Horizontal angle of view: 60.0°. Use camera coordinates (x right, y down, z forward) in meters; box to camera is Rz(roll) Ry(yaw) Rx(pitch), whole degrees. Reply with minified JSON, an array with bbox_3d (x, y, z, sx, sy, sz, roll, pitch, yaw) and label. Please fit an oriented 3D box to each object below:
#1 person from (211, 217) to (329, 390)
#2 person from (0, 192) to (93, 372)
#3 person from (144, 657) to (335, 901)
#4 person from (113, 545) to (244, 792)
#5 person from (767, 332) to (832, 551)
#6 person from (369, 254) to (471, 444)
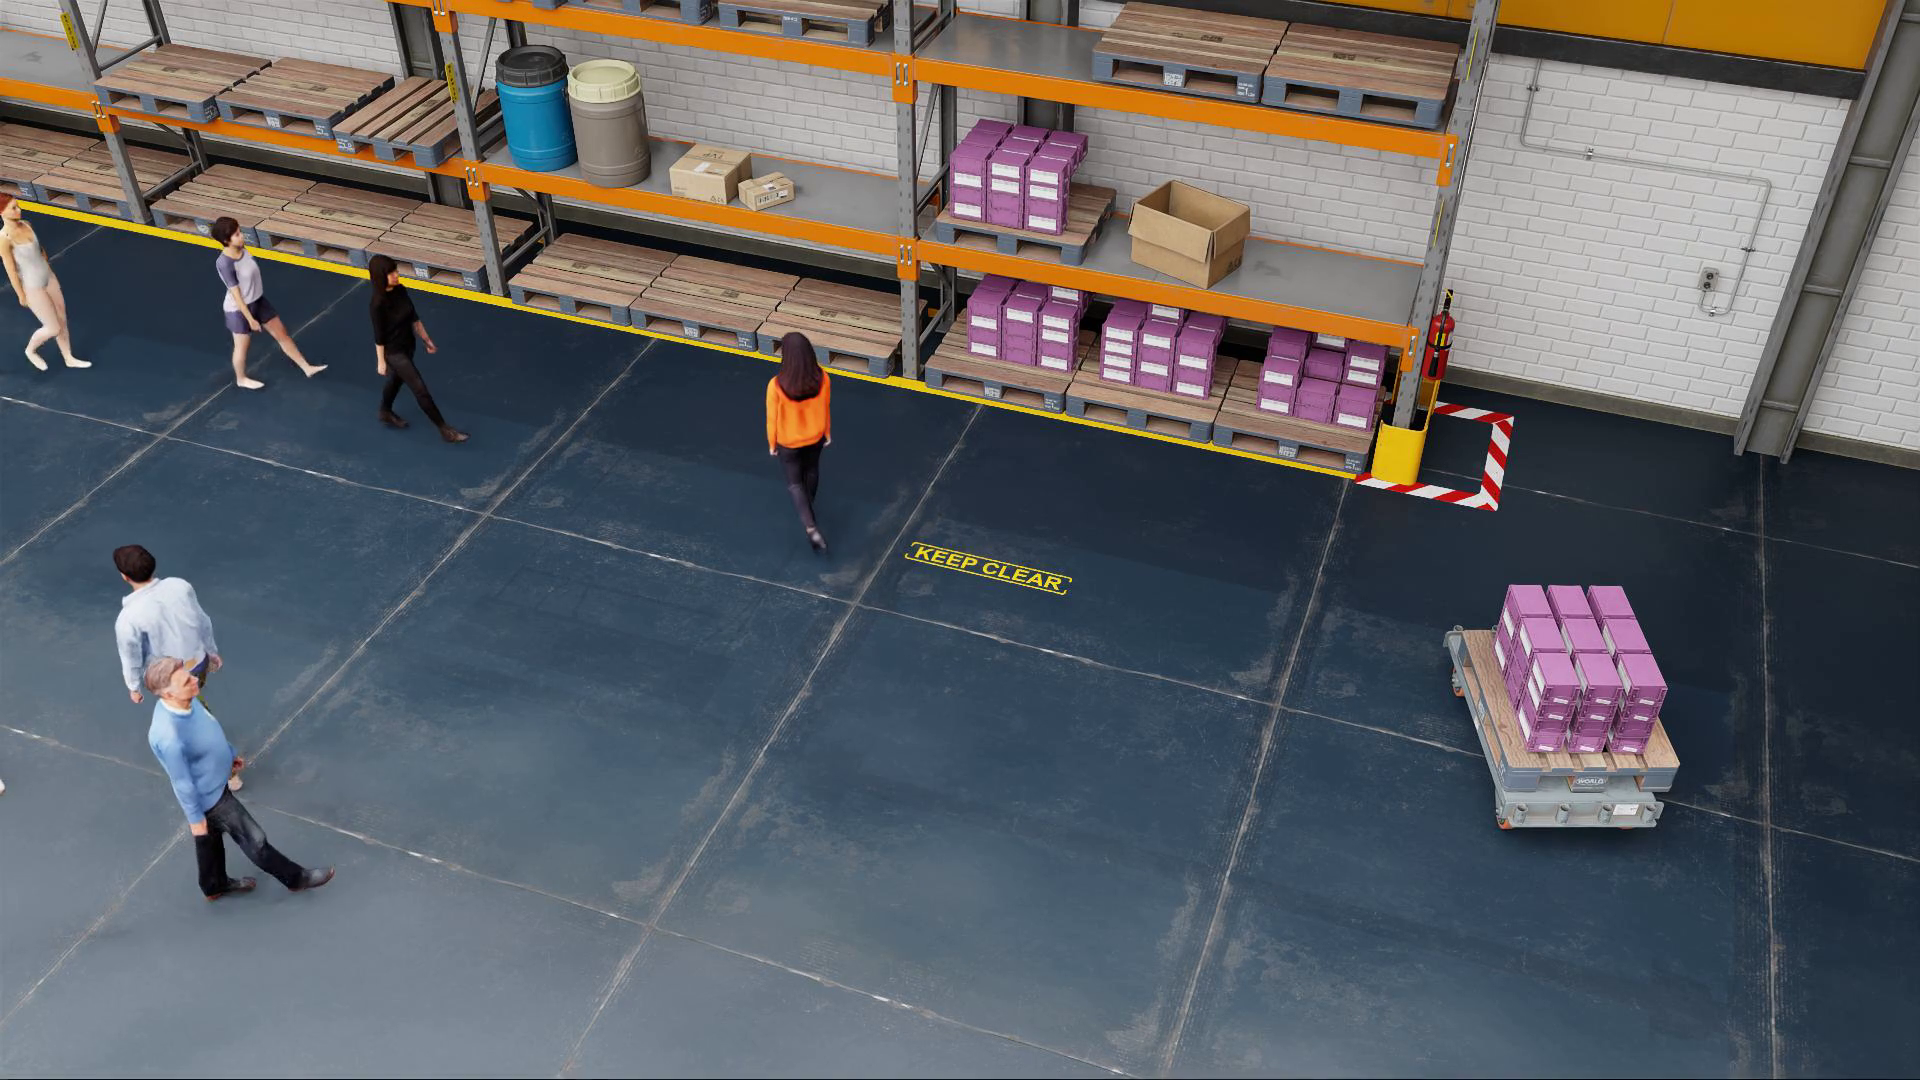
[{"bbox_3d":[-5.809,-1.878,13.378,1.030,1.528,0.734,2,39,3],"label":"person"},{"bbox_3d":[-7.591,-2.075,13.540,0.730,1.632,0.638,3,39,4],"label":"person"},{"bbox_3d":[-4.227,1.357,9.111,1.115,1.797,1.010,-11,40,-13],"label":"person"},{"bbox_3d":[-4.549,0.804,9.806,0.763,1.794,0.680,14,41,17],"label":"person"},{"bbox_3d":[-1.096,-0.671,11.702,0.970,1.733,1.046,-19,42,-22],"label":"person"},{"bbox_3d":[-4.388,-1.470,12.809,1.107,1.599,0.656,9,40,12],"label":"person"}]
